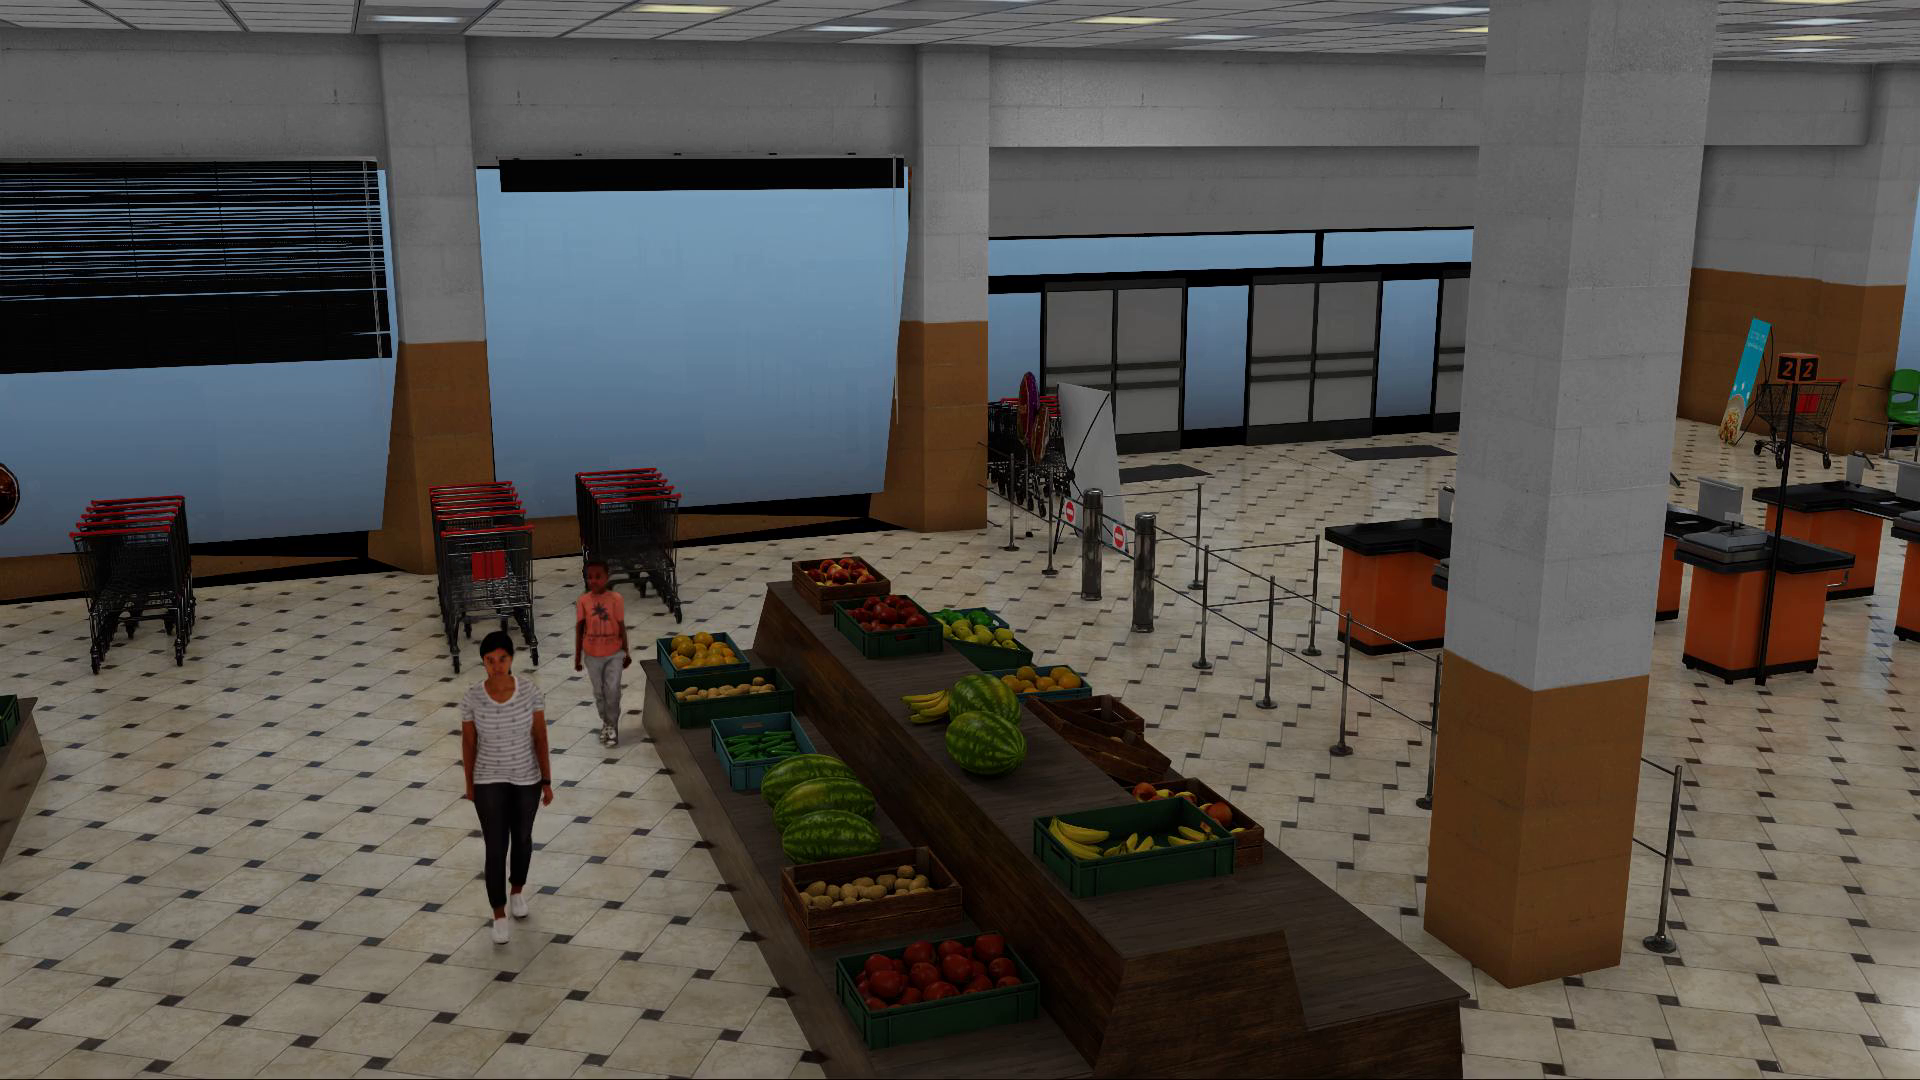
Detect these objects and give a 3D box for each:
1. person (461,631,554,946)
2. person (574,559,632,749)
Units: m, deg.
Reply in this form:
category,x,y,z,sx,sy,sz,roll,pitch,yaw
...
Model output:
category,x,y,z,sx,sy,sz,roll,pitch,yaw
person,-2.404,1.246,8.821,0.600,1.620,0.812,-7,15,-26
person,-2.459,0.752,11.537,0.624,1.300,0.702,1,14,2
